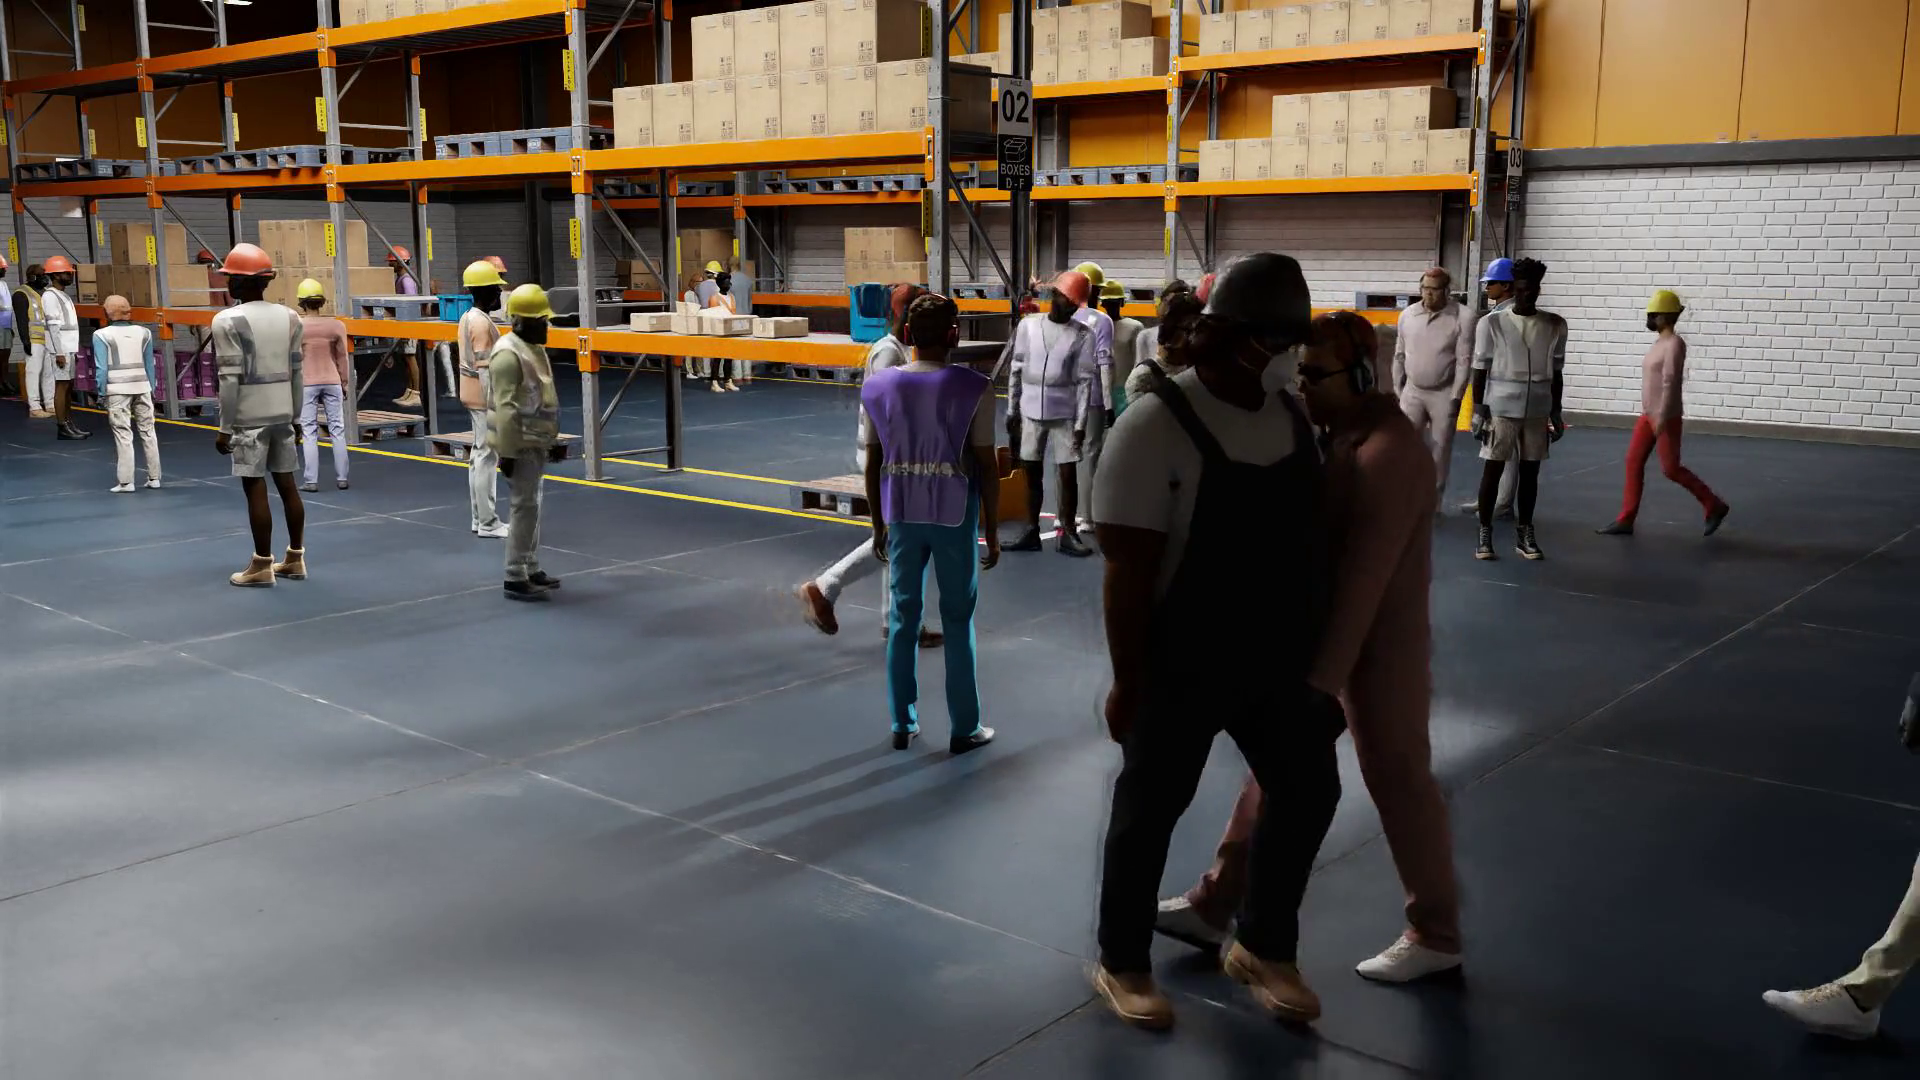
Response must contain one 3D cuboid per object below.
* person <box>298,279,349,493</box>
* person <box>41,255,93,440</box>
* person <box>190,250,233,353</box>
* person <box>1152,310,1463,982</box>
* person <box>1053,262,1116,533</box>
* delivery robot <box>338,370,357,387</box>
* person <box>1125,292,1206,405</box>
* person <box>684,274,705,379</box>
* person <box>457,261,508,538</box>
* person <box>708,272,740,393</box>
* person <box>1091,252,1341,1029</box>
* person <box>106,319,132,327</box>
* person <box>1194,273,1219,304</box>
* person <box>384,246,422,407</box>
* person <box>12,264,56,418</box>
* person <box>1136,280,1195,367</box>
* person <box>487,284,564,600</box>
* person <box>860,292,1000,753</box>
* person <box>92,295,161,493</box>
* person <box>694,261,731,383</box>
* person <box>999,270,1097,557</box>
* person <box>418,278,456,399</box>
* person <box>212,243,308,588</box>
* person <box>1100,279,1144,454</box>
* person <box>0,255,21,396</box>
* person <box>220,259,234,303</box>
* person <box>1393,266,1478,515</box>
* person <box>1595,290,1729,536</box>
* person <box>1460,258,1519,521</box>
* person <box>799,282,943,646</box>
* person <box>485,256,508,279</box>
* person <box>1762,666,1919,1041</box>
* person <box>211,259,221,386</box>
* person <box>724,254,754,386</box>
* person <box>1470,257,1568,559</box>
[{"bbox_3d":[-5.347,-1.278,13.839,0.530,1.768,0.312,-7,12,-37],"label":"person"},{"bbox_3d":[-9.465,-2.025,17.594,0.350,1.942,0.547,-3,10,-15],"label":"person"},{"bbox_3d":[-10.592,-3.092,23.540,0.609,1.986,0.390,-5,11,-28],"label":"person"},{"bbox_3d":[0.959,0.316,4.522,0.953,1.851,0.647,-2,10,-10],"label":"person"},{"bbox_3d":[0.881,-1.014,11.884,0.594,1.922,0.385,9,14,42],"label":"person"},{"bbox_3d":[-8.356,-2.171,22.101,0.707,0.478,0.477,6,12,32],"label":"delivery robot"},{"bbox_3d":[0.895,-0.130,7.099,0.344,1.839,0.504,7,12,34],"label":"person"},{"bbox_3d":[-4.094,-3.320,25.866,0.277,1.629,0.496,7,12,34],"label":"person"},{"bbox_3d":[-3.315,-0.977,11.655,0.356,1.930,0.587,-4,11,-23],"label":"person"},{"bbox_3d":[-3.315,-2.904,23.332,0.320,1.687,0.533,6,11,30],"label":"person"},{"bbox_3d":[0.663,0.272,4.233,0.742,2.000,0.648,-6,12,-30],"label":"person"},{"bbox_3d":[-13.854,-3.577,27.310,0.500,1.633,0.279,-9,13,-42],"label":"person"},{"bbox_3d":[1.251,-0.268,7.669,0.484,1.911,0.575,4,11,24],"label":"person"},{"bbox_3d":[-7.136,-2.728,21.307,0.379,2.044,0.607,-5,11,-27],"label":"person"},{"bbox_3d":[-11.025,-2.386,19.964,0.428,1.836,0.626,2,10,11],"label":"person"},{"bbox_3d":[1.352,-0.739,10.686,0.509,1.846,0.894,1,10,5],"label":"person"},{"bbox_3d":[-2.509,-0.571,9.664,0.423,1.820,0.680,0,10,3],"label":"person"},{"bbox_3d":[-0.117,-0.057,6.655,0.566,1.847,0.389,3,10,16],"label":"person"},{"bbox_3d":[-6.902,-1.203,13.780,0.315,1.636,0.515,6,12,33],"label":"person"},{"bbox_3d":[-3.701,-3.277,25.045,0.592,1.829,0.404,4,11,22],"label":"person"},{"bbox_3d":[0.541,-0.814,10.889,0.696,1.889,0.374,4,11,21],"label":"person"},{"bbox_3d":[-7.092,-2.694,22.324,0.649,1.609,0.576,4,11,22],"label":"person"},{"bbox_3d":[-4.197,-0.738,9.962,0.360,2.047,0.615,5,11,25],"label":"person"},{"bbox_3d":[1.262,-1.272,13.806,0.526,1.768,0.331,2,10,11],"label":"person"},{"bbox_3d":[-13.204,-2.960,22.926,0.356,1.936,0.551,-1,10,-6],"label":"person"},{"bbox_3d":[-11.807,-3.596,26.797,0.635,1.860,1.027,-4,11,-19],"label":"person"},{"bbox_3d":[3.509,-1.094,12.444,0.653,1.880,0.512,7,12,33],"label":"person"},{"bbox_3d":[4.956,-0.877,11.628,0.794,1.740,0.524,0,10,1],"label":"person"},{"bbox_3d":[4.026,-1.120,12.421,0.389,1.948,0.605,0,10,0],"label":"person"},{"bbox_3d":[-0.425,-0.370,8.419,0.655,1.858,0.647,1,10,8],"label":"person"},{"bbox_3d":[-5.619,-2.485,20.260,0.628,1.916,0.567,1,10,8],"label":"person"},{"bbox_3d":[2.621,0.403,4.165,1.032,1.805,0.532,1,10,3],"label":"person"},{"bbox_3d":[-10.924,-3.196,24.352,0.690,1.908,0.649,-2,10,-14],"label":"person"},{"bbox_3d":[-3.289,-3.243,24.541,0.355,1.936,0.635,7,12,35],"label":"person"},{"bbox_3d":[3.630,-0.847,10.815,0.612,1.962,0.361,0,10,0],"label":"person"}]
